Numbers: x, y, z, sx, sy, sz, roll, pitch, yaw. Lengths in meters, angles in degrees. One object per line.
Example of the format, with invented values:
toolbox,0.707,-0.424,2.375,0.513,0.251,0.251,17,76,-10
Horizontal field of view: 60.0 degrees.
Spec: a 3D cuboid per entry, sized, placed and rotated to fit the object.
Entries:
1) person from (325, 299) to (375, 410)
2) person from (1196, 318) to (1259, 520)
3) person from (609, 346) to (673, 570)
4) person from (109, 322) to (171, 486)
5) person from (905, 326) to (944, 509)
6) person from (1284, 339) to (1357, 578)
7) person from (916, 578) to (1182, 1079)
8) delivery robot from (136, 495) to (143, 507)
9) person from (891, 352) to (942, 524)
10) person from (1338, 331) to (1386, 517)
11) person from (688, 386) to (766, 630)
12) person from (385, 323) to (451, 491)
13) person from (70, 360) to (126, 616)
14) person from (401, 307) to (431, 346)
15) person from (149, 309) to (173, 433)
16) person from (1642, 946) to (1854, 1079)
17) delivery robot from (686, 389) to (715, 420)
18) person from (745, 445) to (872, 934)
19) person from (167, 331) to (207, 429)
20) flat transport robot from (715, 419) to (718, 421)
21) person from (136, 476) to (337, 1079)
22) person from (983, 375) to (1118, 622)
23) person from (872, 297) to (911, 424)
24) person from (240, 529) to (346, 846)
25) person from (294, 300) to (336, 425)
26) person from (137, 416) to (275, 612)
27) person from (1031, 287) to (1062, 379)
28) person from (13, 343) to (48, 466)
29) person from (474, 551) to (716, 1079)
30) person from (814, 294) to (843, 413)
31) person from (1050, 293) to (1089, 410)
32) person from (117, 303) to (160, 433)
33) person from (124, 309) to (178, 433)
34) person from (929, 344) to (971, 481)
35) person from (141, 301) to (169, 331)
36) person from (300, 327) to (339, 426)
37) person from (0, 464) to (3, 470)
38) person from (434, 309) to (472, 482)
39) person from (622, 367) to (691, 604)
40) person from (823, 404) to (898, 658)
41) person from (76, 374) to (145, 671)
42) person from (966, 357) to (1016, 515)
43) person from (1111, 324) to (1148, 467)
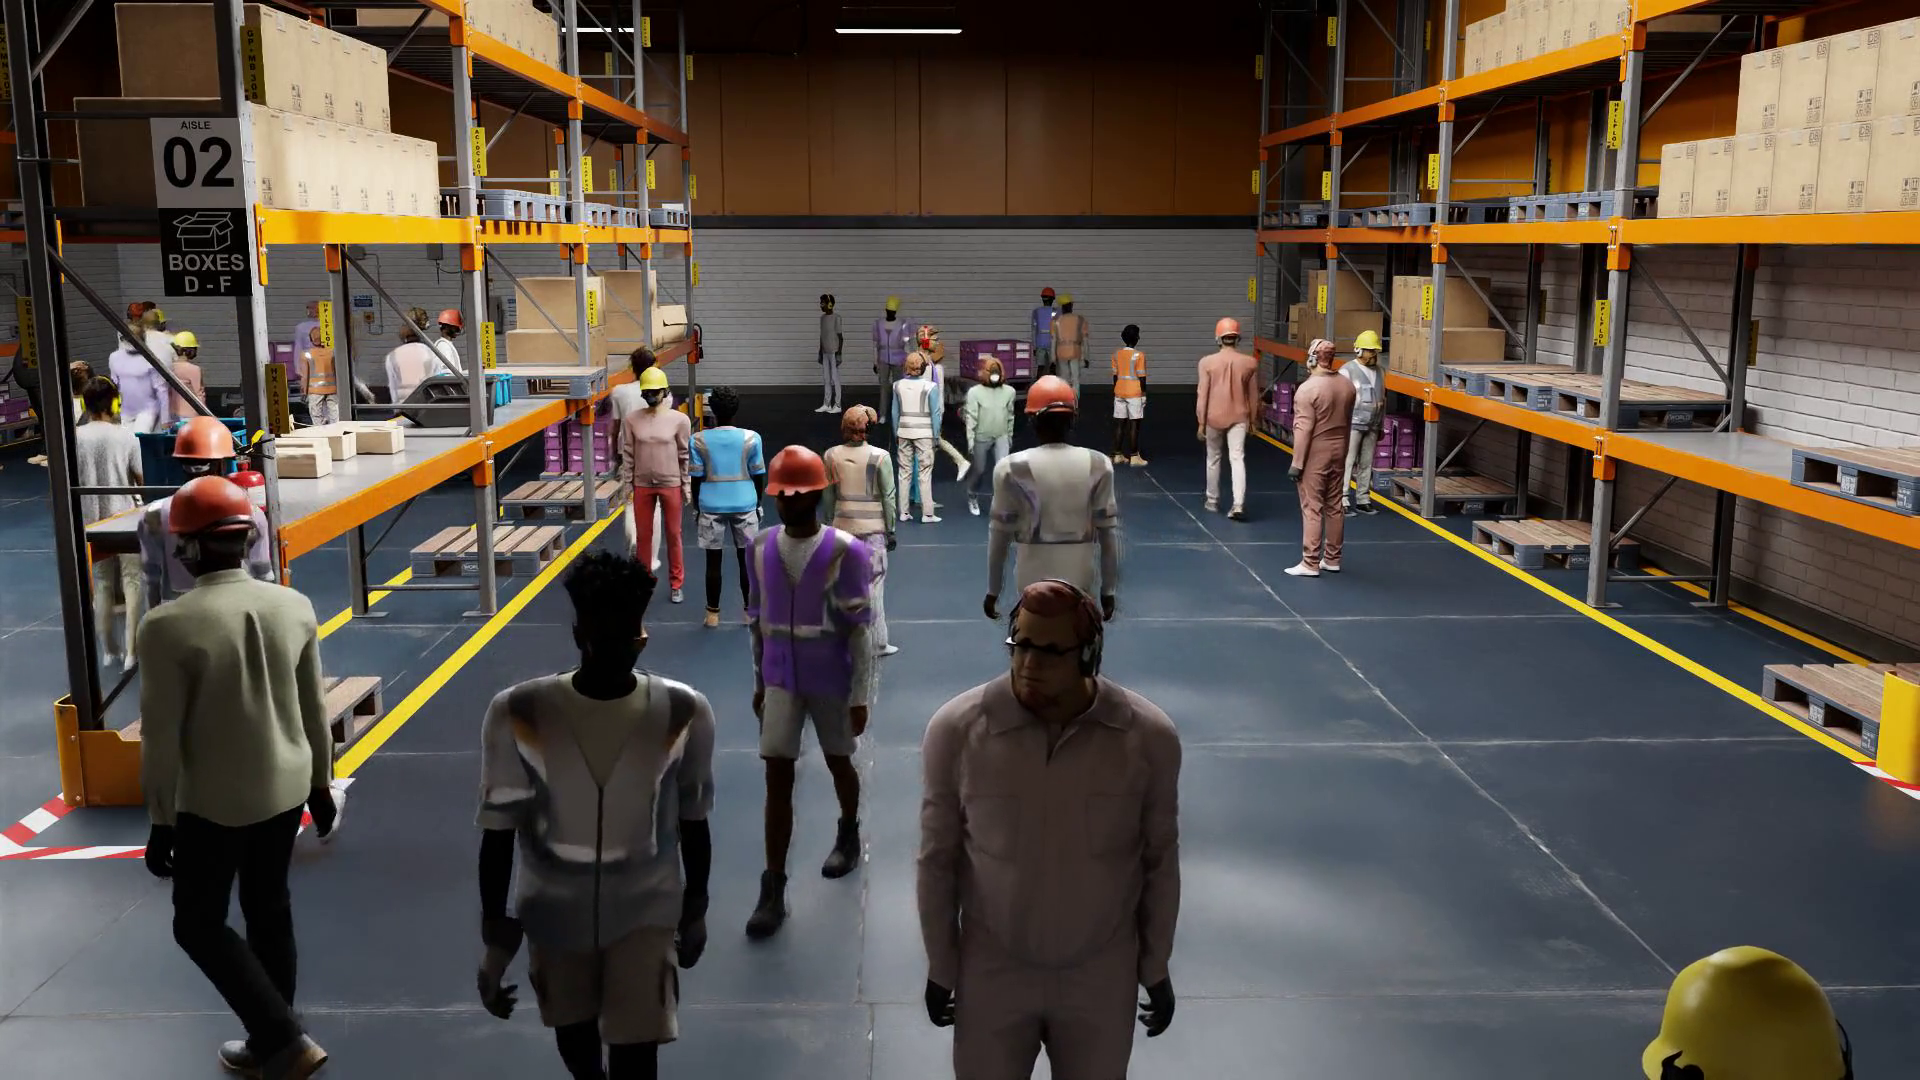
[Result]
person,-9.552,-2.851,25.893,0.683,1.807,0.692,3,11,15
person,2.619,-1.188,16.233,0.631,1.953,1.027,0,10,-2
person,-2.575,-0.636,13.421,0.540,1.850,0.614,-1,10,-7
person,-8.276,-1.277,16.888,0.650,1.893,0.849,3,10,14
person,-0.390,-1.235,16.769,0.373,1.843,0.571,-3,11,-15
person,2.870,-0.655,13.365,0.636,1.911,0.406,-8,13,-38
person,0.216,1.025,4.020,0.642,1.905,0.399,0,10,-1
delivery robot,-7.417,-0.391,15.405,0.477,0.478,0.707,3,11,16
person,-0.418,-0.971,15.871,0.515,1.640,0.315,5,12,28
person,3.939,-1.136,16.295,0.596,1.824,0.404,-6,12,-29
person,-1.610,-0.220,11.522,0.535,1.700,0.318,-2,10,-10
person,-5.830,-1.438,17.997,0.660,1.812,0.538,0,10,-1
person,-6.210,-0.358,11.890,0.506,1.846,0.345,-2,10,-9
person,-6.193,-1.697,19.082,0.364,1.939,0.636,-1,10,-8
person,-10.379,-2.077,21.527,0.547,1.813,0.630,-3,11,-18
person,1.041,1.400,2.312,0.327,1.769,0.525,-6,12,-31
delivery robot,-3.636,-1.946,24.068,0.707,0.478,0.477,8,13,38
person,-0.612,0.548,6.734,0.558,1.890,0.977,3,11,15
person,-7.923,-1.254,17.097,0.526,1.768,0.331,5,11,27
flat transport robot,-4.329,-1.863,24.656,1.431,0.197,0.652,-3,11,-19
person,-2.189,0.793,5.155,0.675,1.967,0.642,6,12,29
person,0.454,0.209,8.226,0.619,2.023,0.505,-3,11,-18
person,-1.007,-2.703,24.885,0.594,1.883,0.980,2,10,10
person,-3.041,0.617,7.117,0.632,1.604,0.522,-6,12,-28
person,-8.771,-2.326,22.717,0.472,1.891,0.677,9,13,40
person,-3.254,0.427,7.272,0.542,1.936,0.376,-1,10,-7
person,1.461,-3.235,27.682,0.542,1.929,0.373,4,11,21
person,-11.043,-1.903,19.947,0.675,2.000,0.536,10,14,43
person,-0.948,0.951,4.413,0.614,1.920,1.017,-2,10,-10
person,-2.046,-2.917,26.094,0.332,1.865,0.520,-9,14,-42
person,1.687,-2.856,25.654,0.601,1.902,0.682,0,10,1
person,-10.816,-2.195,22.011,0.346,1.882,0.578,9,13,40
person,-9.298,-1.720,19.320,0.635,1.915,0.670,-9,13,-40
person,-0.249,-1.416,18.414,0.736,1.608,0.504,-2,10,-9
person,-11.516,-2.485,23.756,0.619,1.842,0.430,0,10,1
person,-7.841,-1.795,20.461,0.511,1.641,0.309,-8,13,-39
person,-11.558,-1.726,19.404,0.574,1.882,0.356,1,10,3
person,-5.712,-1.620,18.681,0.372,1.929,0.543,-4,11,-21
person,-2.241,-0.398,12.329,0.526,1.769,0.328,1,10,3
person,-0.645,-0.052,10.752,0.514,1.642,0.310,5,11,24
person,-5.335,-0.102,10.441,0.537,1.880,0.392,-2,10,-9
person,0.269,-0.984,16.099,0.518,1.589,0.845,-3,11,-14
person,2.041,-1.729,19.928,0.316,1.700,0.540,-8,13,-39
